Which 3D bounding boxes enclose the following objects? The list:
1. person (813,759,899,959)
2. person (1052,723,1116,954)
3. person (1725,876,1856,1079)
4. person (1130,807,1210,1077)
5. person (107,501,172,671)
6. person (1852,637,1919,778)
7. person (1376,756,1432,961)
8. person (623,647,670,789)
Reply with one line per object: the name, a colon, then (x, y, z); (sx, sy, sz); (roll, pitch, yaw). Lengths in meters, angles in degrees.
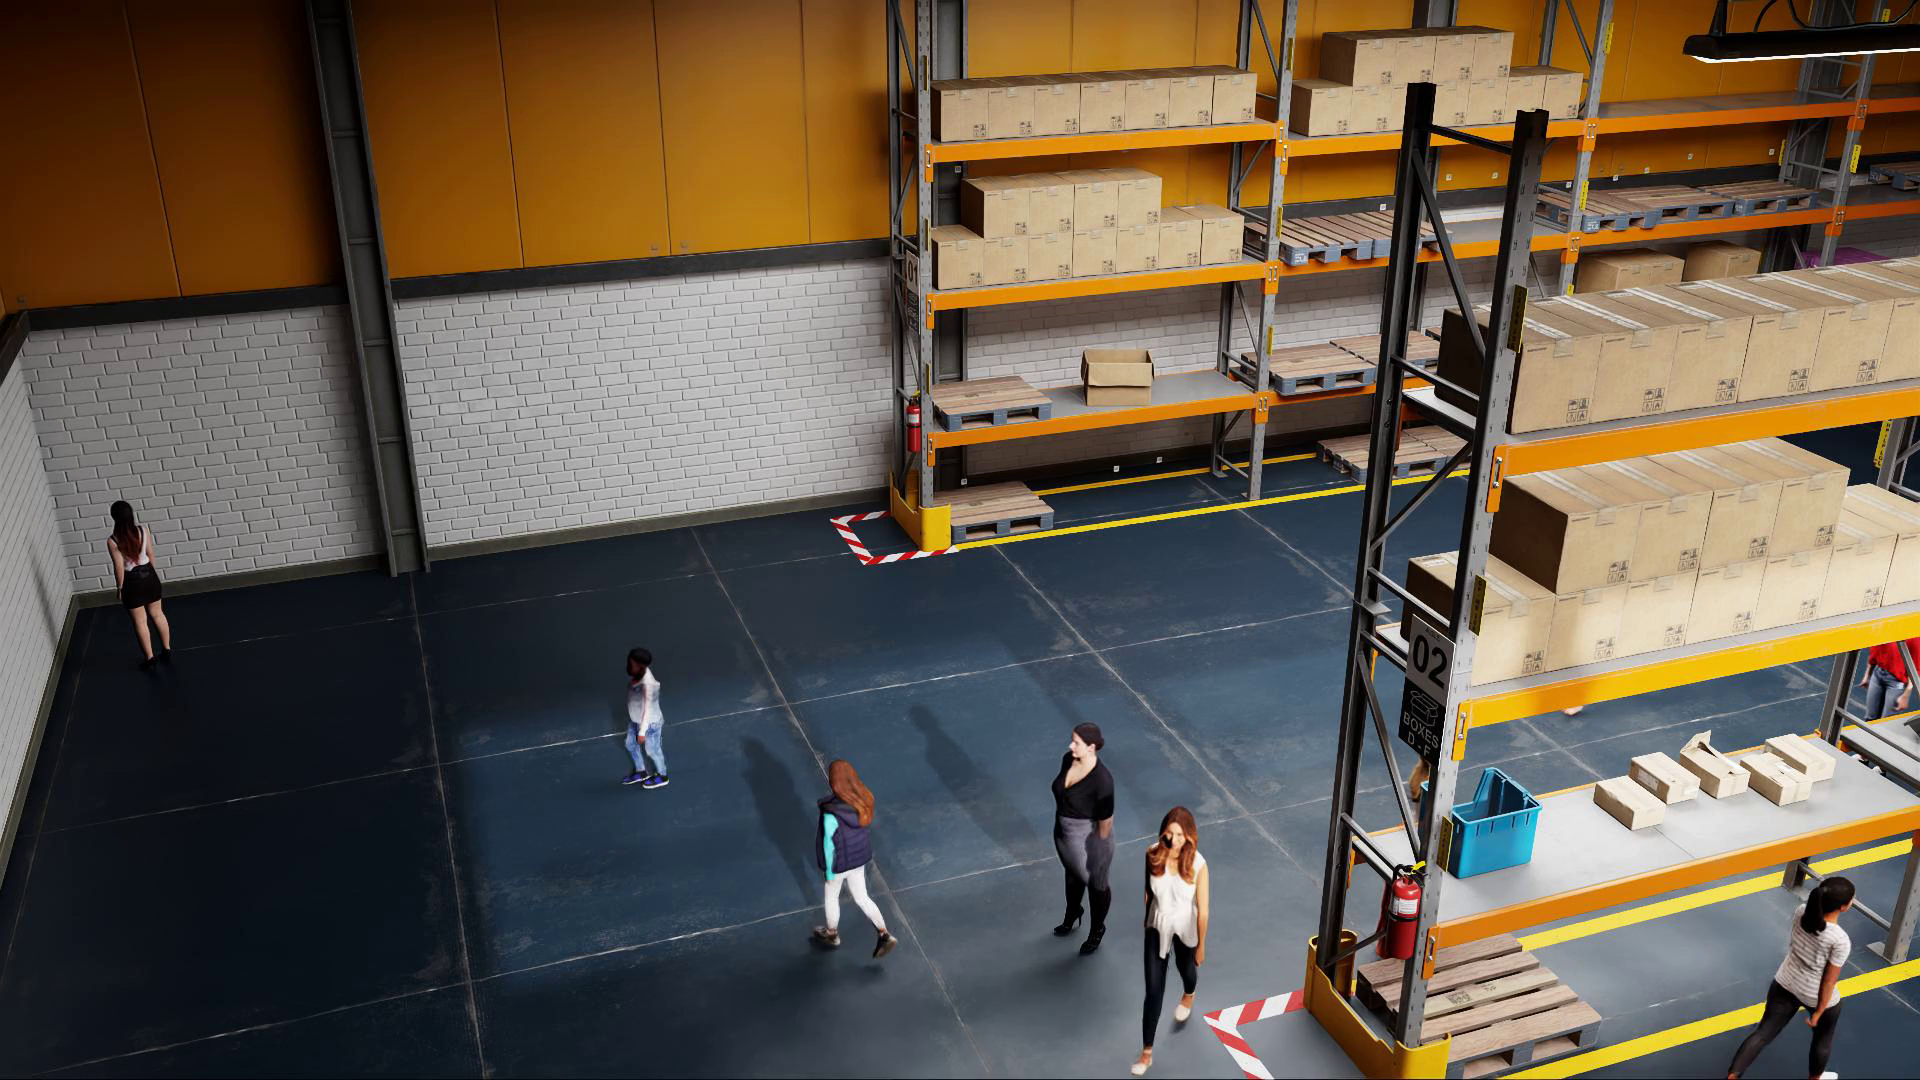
person: (-0.718, 2.198, 11.317); (0.931, 1.477, 0.959); (16, 28, 33)
person: (0.863, 2.015, 11.384); (0.691, 1.759, 0.713); (-14, 27, -29)
person: (4.976, 2.727, 9.947); (1.135, 1.604, 0.609); (-10, 26, -22)
person: (1.390, 2.425, 10.481); (1.127, 1.730, 1.186); (10, 26, 22)
person: (-7.509, 0.407, 15.199); (0.694, 1.649, 0.618); (14, 27, 28)
person: (7.510, 1.156, 13.417); (0.530, 1.704, 0.630); (-6, 24, -14)
person: (3.082, 2.076, 11.193); (0.729, 1.800, 0.708); (2, 24, 4)
person: (-2.478, 1.416, 13.389); (0.596, 1.249, 0.543); (-13, 27, -27)
